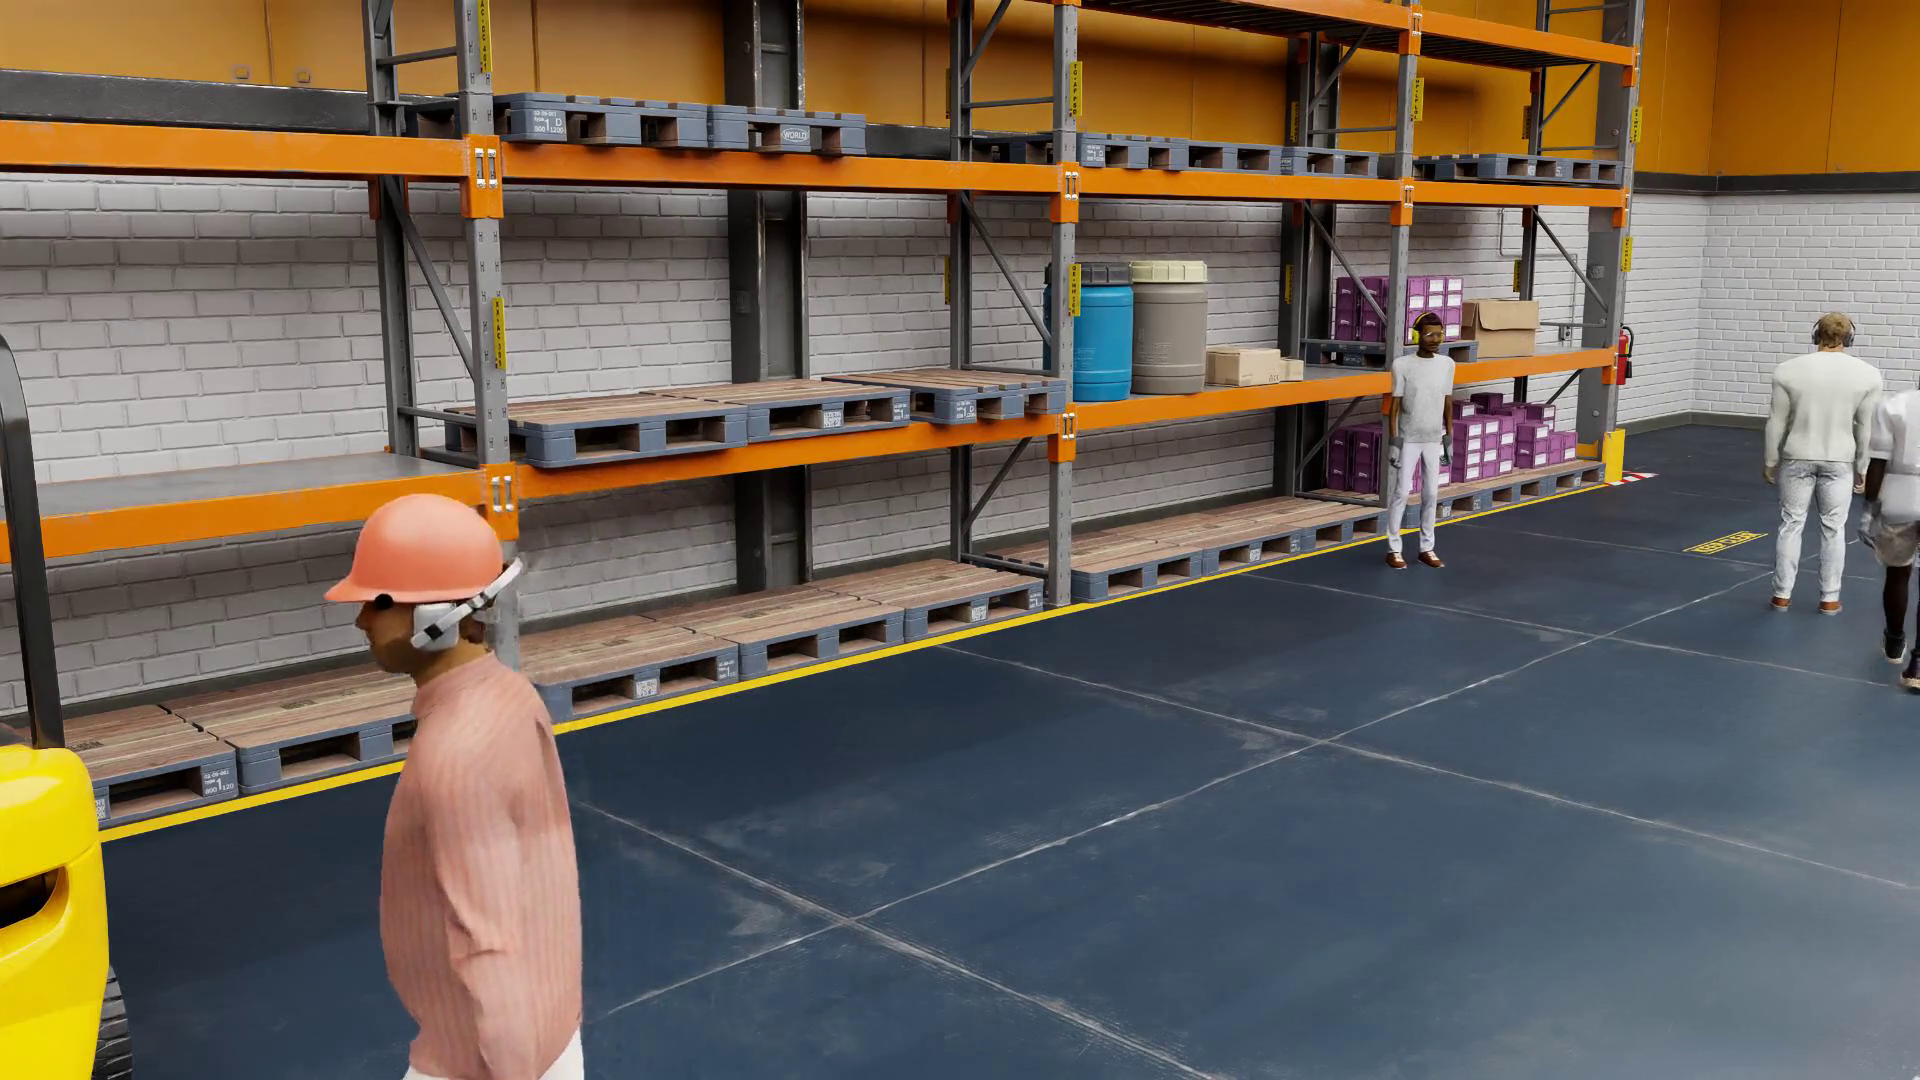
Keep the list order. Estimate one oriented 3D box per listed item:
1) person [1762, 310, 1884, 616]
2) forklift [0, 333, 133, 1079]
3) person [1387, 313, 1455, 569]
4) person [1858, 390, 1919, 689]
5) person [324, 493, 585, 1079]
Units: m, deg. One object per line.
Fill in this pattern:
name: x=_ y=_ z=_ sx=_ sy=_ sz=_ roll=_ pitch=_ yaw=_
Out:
person: x=5.459 y=-0.484 z=10.580 sx=0.643 sy=1.933 sz=0.363 roll=5 pitch=12 yaw=26
forklift: x=-3.289 y=0.485 z=4.582 sx=1.214 sy=2.155 sz=2.313 roll=-10 pitch=14 yaw=-44
person: x=3.334 y=-0.712 z=12.030 sx=0.516 sy=1.860 sz=0.317 roll=-2 pitch=11 yaw=-12
person: x=5.230 y=-0.177 z=9.005 sx=0.623 sy=1.912 sz=0.983 roll=5 pitch=12 yaw=27
person: x=-0.981 y=0.880 z=3.089 sx=1.026 sy=1.941 sz=0.651 roll=-1 pitch=10 yaw=-4
